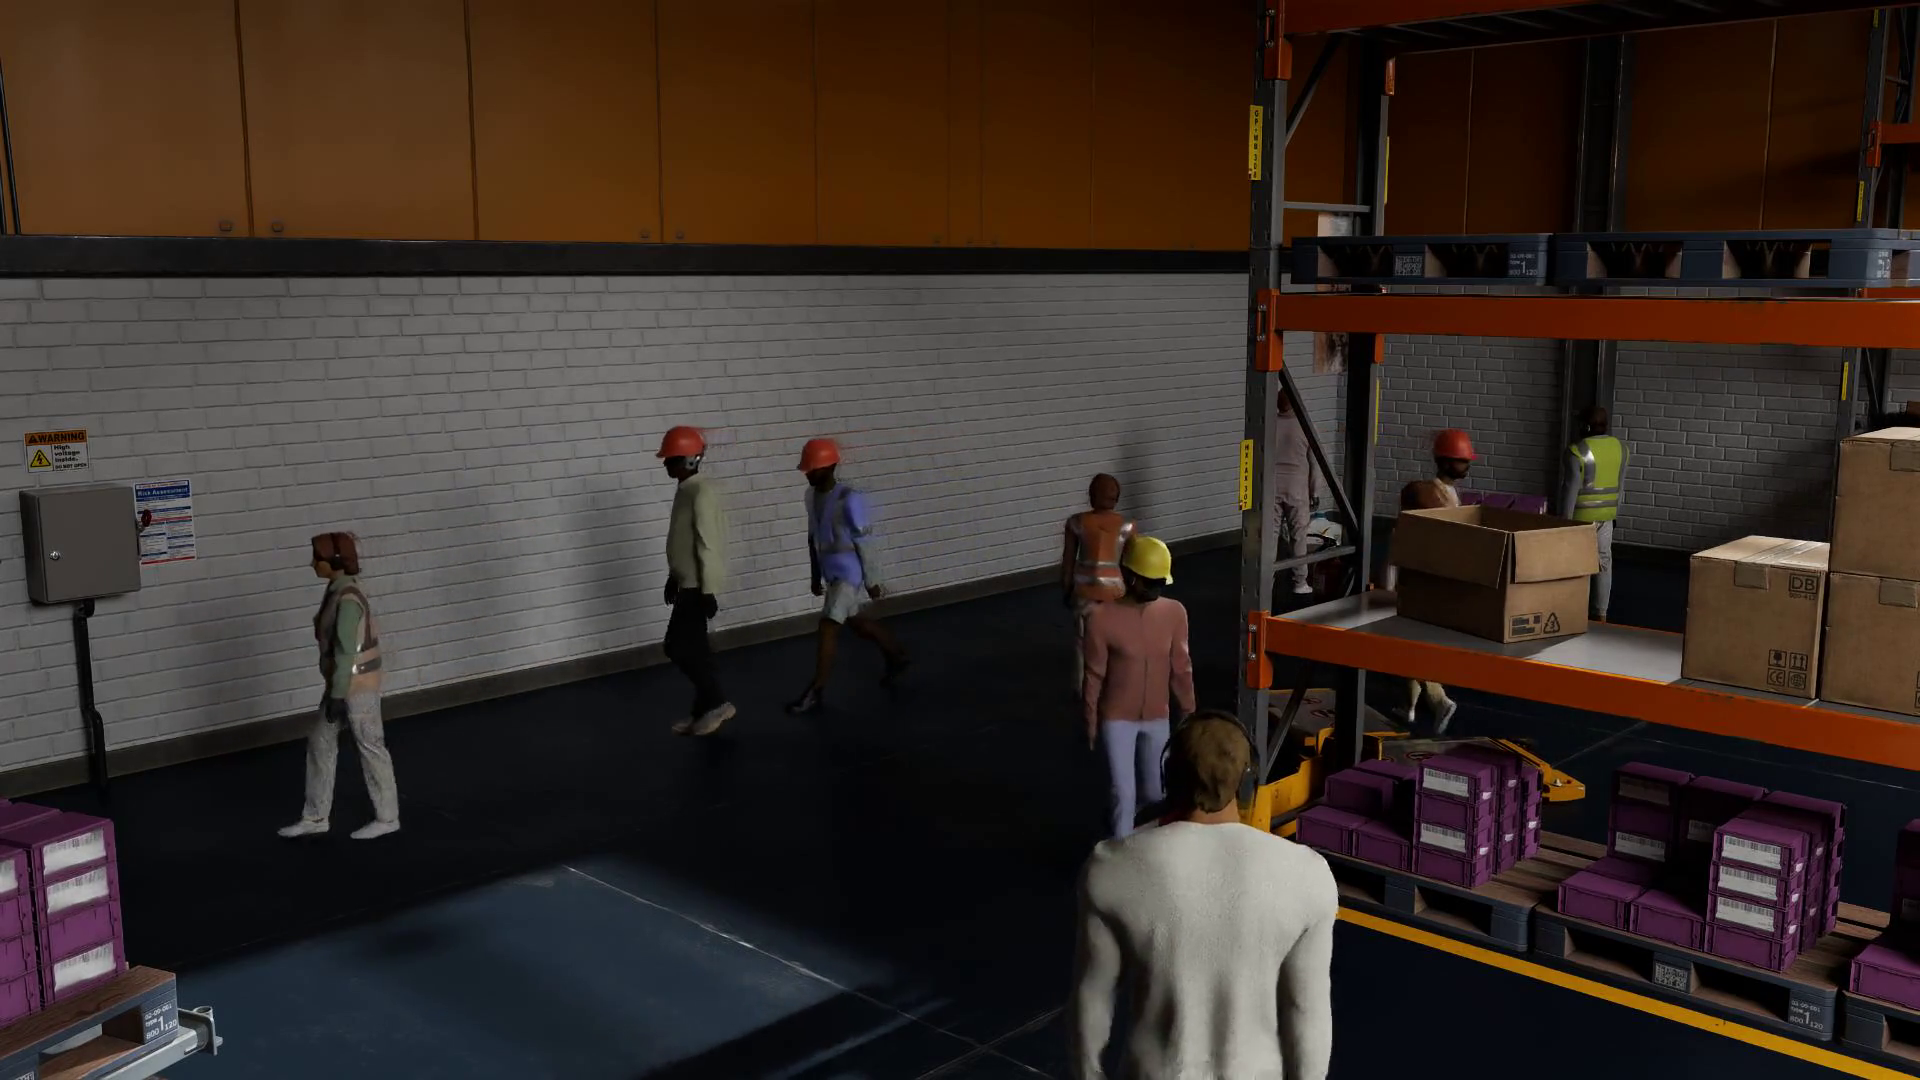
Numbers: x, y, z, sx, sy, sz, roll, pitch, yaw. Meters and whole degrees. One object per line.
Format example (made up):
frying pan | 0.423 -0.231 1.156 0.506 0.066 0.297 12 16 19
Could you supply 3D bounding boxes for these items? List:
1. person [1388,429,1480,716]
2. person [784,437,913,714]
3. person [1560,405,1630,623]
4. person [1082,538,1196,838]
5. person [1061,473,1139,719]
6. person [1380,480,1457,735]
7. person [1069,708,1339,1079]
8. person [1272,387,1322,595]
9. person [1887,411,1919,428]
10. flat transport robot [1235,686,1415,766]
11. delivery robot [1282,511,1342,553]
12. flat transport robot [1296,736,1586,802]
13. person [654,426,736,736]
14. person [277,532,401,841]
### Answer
person | 3.141 0.221 10.949 0.472 1.918 0.564 6 11 34
person | -0.741 0.197 11.303 1.073 1.868 0.574 -7 12 -39
person | 5.160 -0.188 13.675 0.627 1.844 0.429 -4 10 -24
person | 0.792 0.816 7.837 0.539 1.734 0.670 -4 10 -22
person | 0.913 0.368 10.952 0.522 1.614 0.708 2 9 11
person | 2.974 0.426 10.605 0.510 1.608 0.683 -3 10 -19
person | 0.583 1.355 4.055 0.640 1.907 0.960 1 9 5
person | 2.964 -0.445 15.083 0.652 1.916 0.405 4 10 24
person | 6.666 0.027 12.030 0.666 1.946 0.610 7 11 35
flat transport robot | 2.240 1.145 10.304 0.652 0.197 1.431 -1 9 -9
delivery robot | 3.544 -0.042 16.429 0.707 0.478 0.477 2 9 11
flat transport robot | 2.686 1.302 9.341 1.431 0.197 0.652 -2 9 -9
person | -1.702 0.266 10.491 0.426 1.977 0.614 -3 10 -15
person | -3.224 0.768 8.473 0.699 1.609 0.546 -5 11 -29
